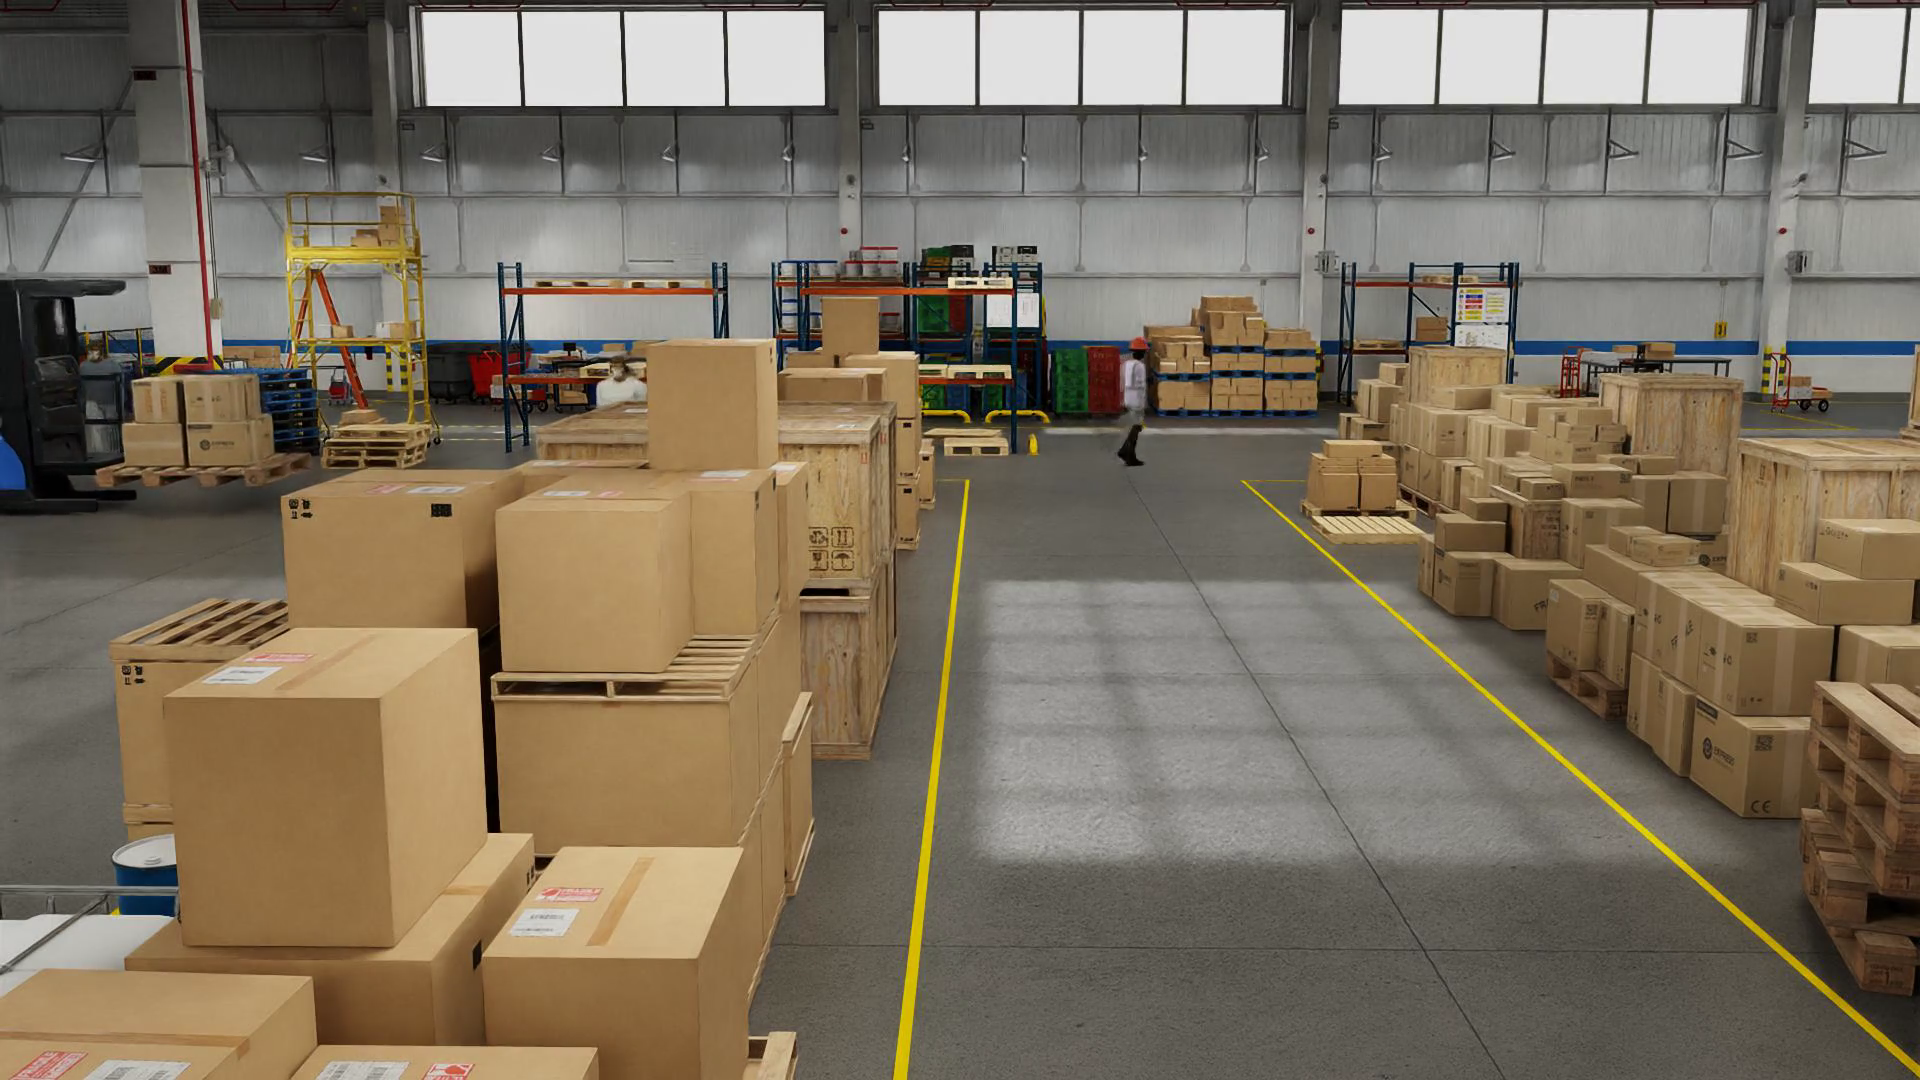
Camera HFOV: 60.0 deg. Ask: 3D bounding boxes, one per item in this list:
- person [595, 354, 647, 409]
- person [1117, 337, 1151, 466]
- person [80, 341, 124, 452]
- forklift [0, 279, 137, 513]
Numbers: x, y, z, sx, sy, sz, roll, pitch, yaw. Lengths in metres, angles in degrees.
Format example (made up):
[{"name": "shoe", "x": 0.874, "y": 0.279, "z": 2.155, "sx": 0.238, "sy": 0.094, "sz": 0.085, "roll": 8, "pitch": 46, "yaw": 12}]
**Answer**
[{"name": "person", "x": -4.138, "y": -1.302, "z": 20.292, "sx": 0.640, "sy": 1.925, "sz": 0.431, "roll": 2, "pitch": 10, "yaw": 9}, {"name": "person", "x": 2.634, "y": -2.055, "z": 24.785, "sx": 0.405, "sy": 1.926, "sz": 0.544, "roll": -3, "pitch": 10, "yaw": -18}, {"name": "person", "x": -12.728, "y": -2.016, "z": 24.674, "sx": 0.645, "sy": 1.896, "sz": 1.004, "roll": -3, "pitch": 10, "yaw": -19}, {"name": "forklift", "x": -11.343, "y": -1.774, "z": 20.260, "sx": 1.873, "sy": 2.768, "sz": 1.129, "roll": 0, "pitch": 9, "yaw": -2}]
